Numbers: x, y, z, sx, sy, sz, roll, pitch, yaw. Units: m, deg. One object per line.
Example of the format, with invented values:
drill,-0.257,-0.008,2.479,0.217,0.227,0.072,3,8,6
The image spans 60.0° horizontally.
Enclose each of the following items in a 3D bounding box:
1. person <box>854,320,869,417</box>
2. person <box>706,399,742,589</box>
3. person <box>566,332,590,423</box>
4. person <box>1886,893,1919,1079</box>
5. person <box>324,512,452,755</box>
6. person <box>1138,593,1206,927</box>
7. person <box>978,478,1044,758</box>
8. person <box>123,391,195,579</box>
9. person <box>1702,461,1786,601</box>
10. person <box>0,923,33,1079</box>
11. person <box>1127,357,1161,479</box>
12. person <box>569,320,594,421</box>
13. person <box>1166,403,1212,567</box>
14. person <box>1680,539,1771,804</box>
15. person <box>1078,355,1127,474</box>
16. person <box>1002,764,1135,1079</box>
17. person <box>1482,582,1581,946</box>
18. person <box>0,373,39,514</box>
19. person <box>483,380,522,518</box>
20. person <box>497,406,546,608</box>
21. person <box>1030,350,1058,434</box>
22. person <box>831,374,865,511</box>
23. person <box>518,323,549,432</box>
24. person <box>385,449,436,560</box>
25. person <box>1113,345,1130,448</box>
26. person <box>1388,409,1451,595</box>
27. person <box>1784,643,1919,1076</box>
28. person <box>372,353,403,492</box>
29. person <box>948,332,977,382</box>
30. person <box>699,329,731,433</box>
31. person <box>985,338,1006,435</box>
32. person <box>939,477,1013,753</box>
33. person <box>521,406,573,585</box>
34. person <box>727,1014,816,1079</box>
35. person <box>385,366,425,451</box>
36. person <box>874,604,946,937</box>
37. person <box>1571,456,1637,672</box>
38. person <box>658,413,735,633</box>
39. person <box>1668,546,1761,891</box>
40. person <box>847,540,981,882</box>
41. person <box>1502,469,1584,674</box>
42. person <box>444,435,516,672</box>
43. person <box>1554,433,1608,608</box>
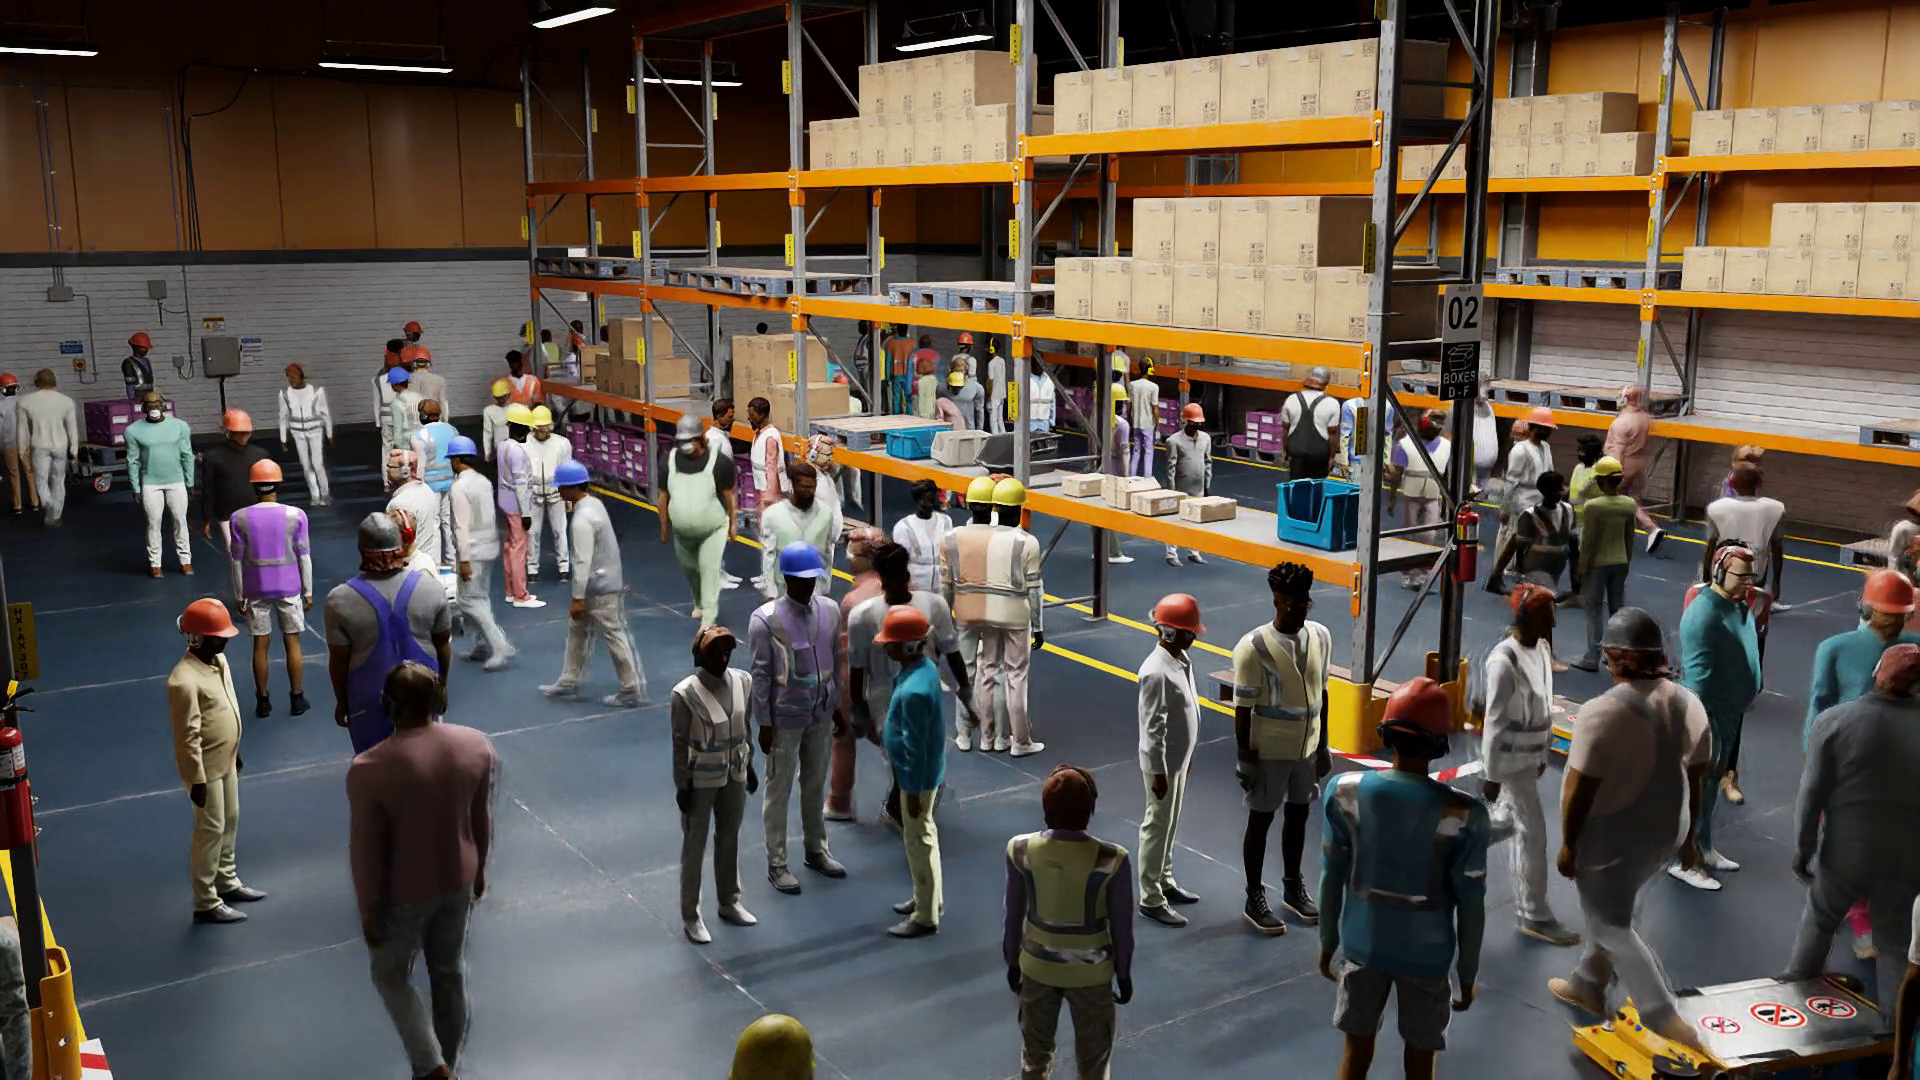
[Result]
person,-1.714,-3.093,30.194,0.429,1.840,0.637,-4,12,-19
person,-2.401,-0.458,16.552,0.402,1.907,0.597,-1,11,-5
person,-5.933,-2.289,25.920,0.594,1.900,0.555,1,11,7
person,3.294,1.755,5.388,0.506,1.840,0.343,9,14,39
person,-3.284,0.839,9.558,0.682,2.000,0.537,-6,13,-30
person,1.114,1.136,8.777,0.327,1.750,0.561,4,12,20
person,0.321,0.532,11.415,0.586,1.928,0.369,7,13,32
person,-8.180,-0.566,17.049,0.627,1.933,0.369,-6,13,-29
person,6.054,0.311,12.901,0.577,1.845,0.711,4,12,20
person,-3.308,1.786,5.476,0.494,1.742,0.306,1,11,7
person,2.407,-1.451,21.723,0.309,1.868,0.534,-11,15,-43
person,-6.486,-2.800,28.474,0.373,1.933,0.626,1,11,6
person,2.432,-0.580,17.590,0.565,1.742,0.353,-6,13,-28
person,4.812,0.825,10.508,0.535,1.700,0.318,2,11,9
person,1.874,-1.497,21.918,0.670,1.899,0.598,5,12,22
person,0.409,1.665,6.391,0.520,1.633,0.313,4,12,22
person,2.846,1.112,8.652,0.859,1.857,0.592,9,14,39
person,-11.802,-1.207,20.767,0.326,1.752,0.563,5,12,24
person,-5.649,-1.174,20.764,0.528,1.694,0.955,-1,11,-4
person,-4.180,-0.315,15.780,0.387,1.918,0.585,-6,12,-27
person,1.025,-1.580,22.290,0.625,1.912,0.430,-4,12,-21
person,-1.446,-1.208,20.834,0.580,1.721,0.731,-4,12,-17
person,-6.843,-2.482,26.557,0.551,2.000,0.751,-8,14,-37
person,-4.304,0.235,12.990,0.409,1.909,0.651,-1,11,-3
person,2.533,-2.360,26.470,0.352,1.835,0.518,-8,13,-34
person,4.517,-0.387,16.411,0.679,1.822,0.584,-1,11,-5
person,4.038,1.372,7.343,0.655,1.850,0.813,5,12,24
person,-7.590,-1.582,22.384,0.580,1.875,0.370,0,11,2
person,0.067,-2.198,25.396,0.543,1.929,0.385,10,15,42
person,-4.128,-2.665,27.987,0.546,1.842,0.491,-3,11,-15
person,0.526,-2.132,25.234,0.325,1.861,0.515,5,12,25
person,0.149,0.520,11.481,0.584,1.928,0.367,1,11,7
person,-4.174,-0.448,16.719,0.593,1.823,0.408,-2,11,-13
person,-0.485,2.035,4.240,0.490,1.730,0.323,2,11,11
person,-6.524,-1.146,20.064,0.751,1.911,0.654,3,11,13
person,-0.252,1.180,8.577,0.355,1.745,0.575,1,11,3
person,5.242,0.195,13.564,0.533,1.765,0.330,-4,12,-21
person,-2.338,-0.214,14.947,0.690,2.000,0.918,1,11,7
person,4.220,0.967,9.258,0.400,1.905,0.643,10,15,41
person,-0.303,0.907,9.573,0.722,1.907,0.989,-5,12,-24
person,4.787,0.210,13.779,0.530,1.657,0.860,-5,12,-25
person,-3.952,0.102,13.687,0.611,1.913,0.650,1,11,7
person,5.914,-0.167,15.618,0.481,1.687,0.541,-1,11,-4
